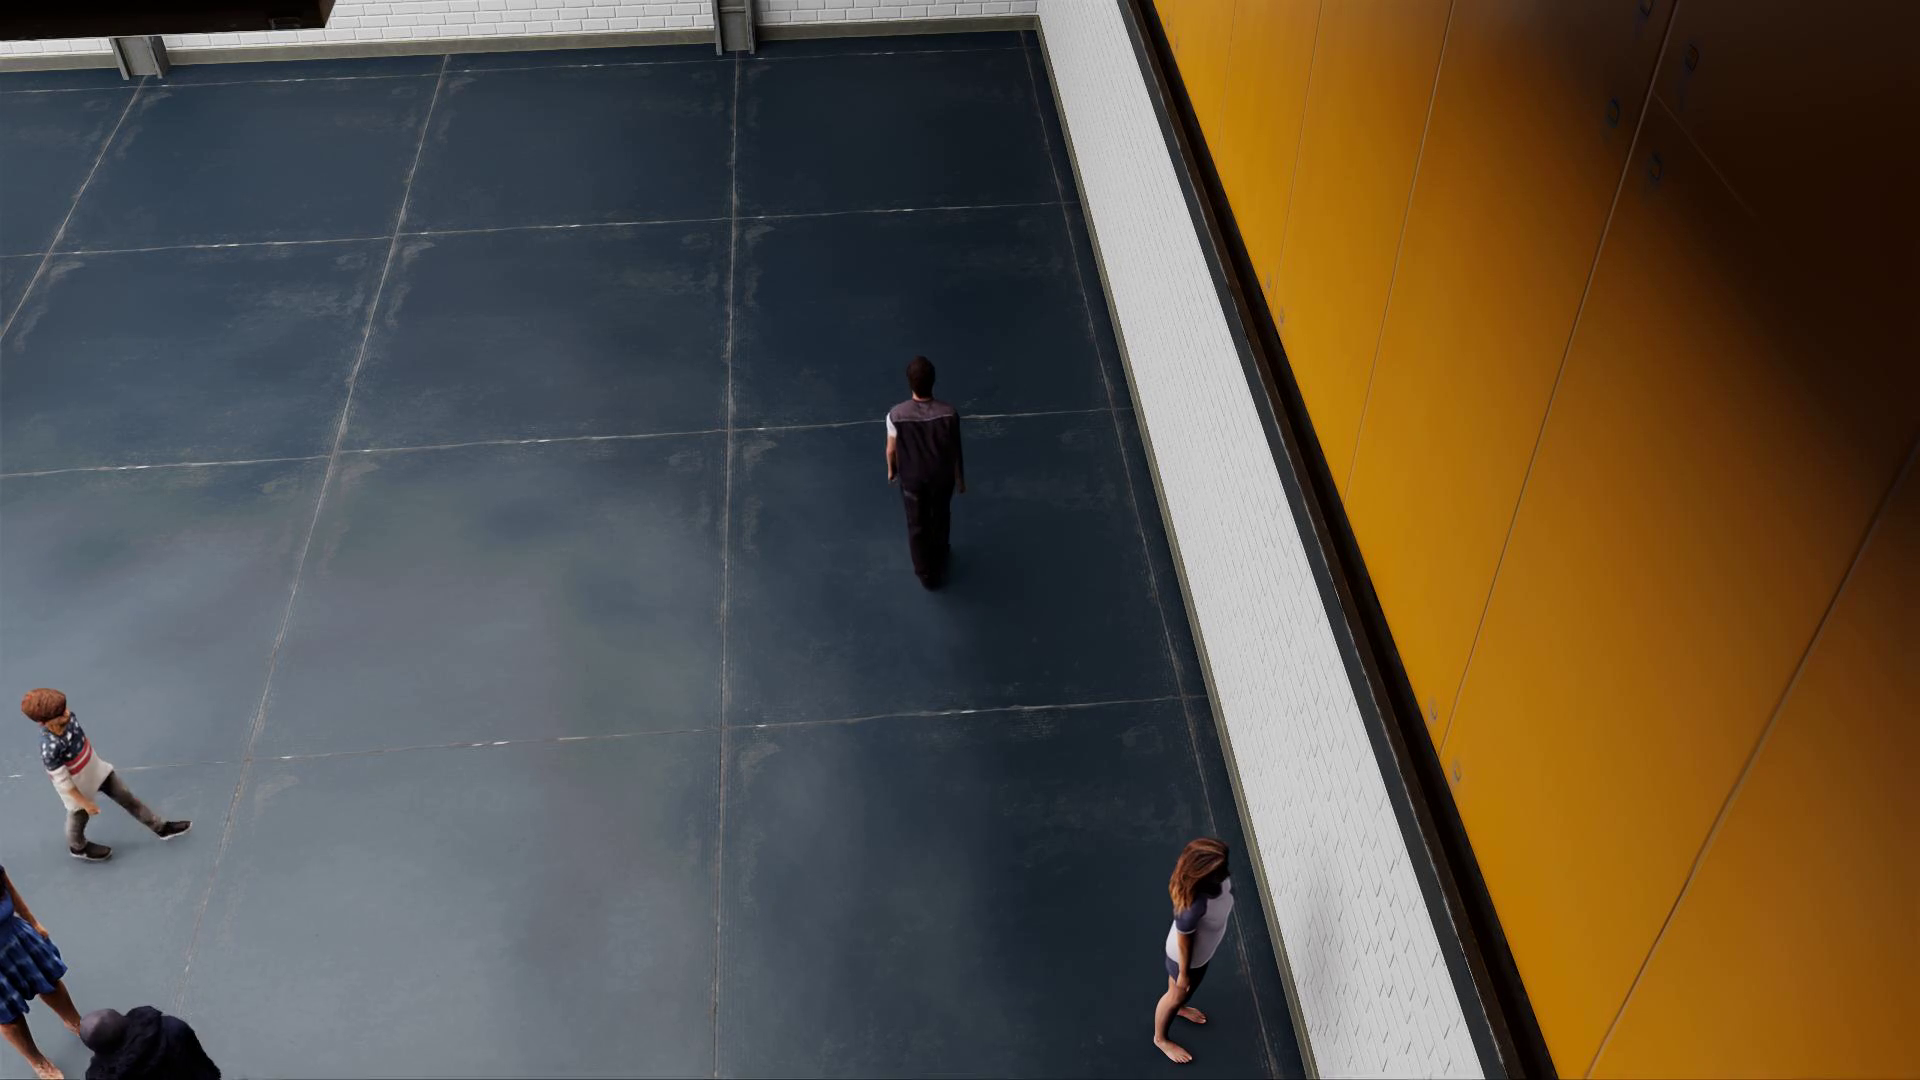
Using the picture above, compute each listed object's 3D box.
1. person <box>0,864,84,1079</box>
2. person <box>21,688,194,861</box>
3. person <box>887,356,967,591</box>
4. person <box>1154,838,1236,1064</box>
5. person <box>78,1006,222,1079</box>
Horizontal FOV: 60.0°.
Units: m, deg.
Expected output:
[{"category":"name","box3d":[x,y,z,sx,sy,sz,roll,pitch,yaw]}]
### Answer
[{"category":"person","box3d":[-4.821,2.148,8.420,0.765,1.806,0.757,20,47,20]},{"category":"person","box3d":[-5.106,1.368,9.532,0.948,1.401,0.583,0,44,0]},{"category":"person","box3d":[-0.220,-0.361,11.031,0.603,1.836,0.736,-1,44,-1]},{"category":"person","box3d":[1.192,2.067,8.559,0.708,1.730,0.694,18,47,18]},{"category":"person","box3d":[-3.611,2.749,7.920,1.215,1.624,0.927,12,45,12]}]
